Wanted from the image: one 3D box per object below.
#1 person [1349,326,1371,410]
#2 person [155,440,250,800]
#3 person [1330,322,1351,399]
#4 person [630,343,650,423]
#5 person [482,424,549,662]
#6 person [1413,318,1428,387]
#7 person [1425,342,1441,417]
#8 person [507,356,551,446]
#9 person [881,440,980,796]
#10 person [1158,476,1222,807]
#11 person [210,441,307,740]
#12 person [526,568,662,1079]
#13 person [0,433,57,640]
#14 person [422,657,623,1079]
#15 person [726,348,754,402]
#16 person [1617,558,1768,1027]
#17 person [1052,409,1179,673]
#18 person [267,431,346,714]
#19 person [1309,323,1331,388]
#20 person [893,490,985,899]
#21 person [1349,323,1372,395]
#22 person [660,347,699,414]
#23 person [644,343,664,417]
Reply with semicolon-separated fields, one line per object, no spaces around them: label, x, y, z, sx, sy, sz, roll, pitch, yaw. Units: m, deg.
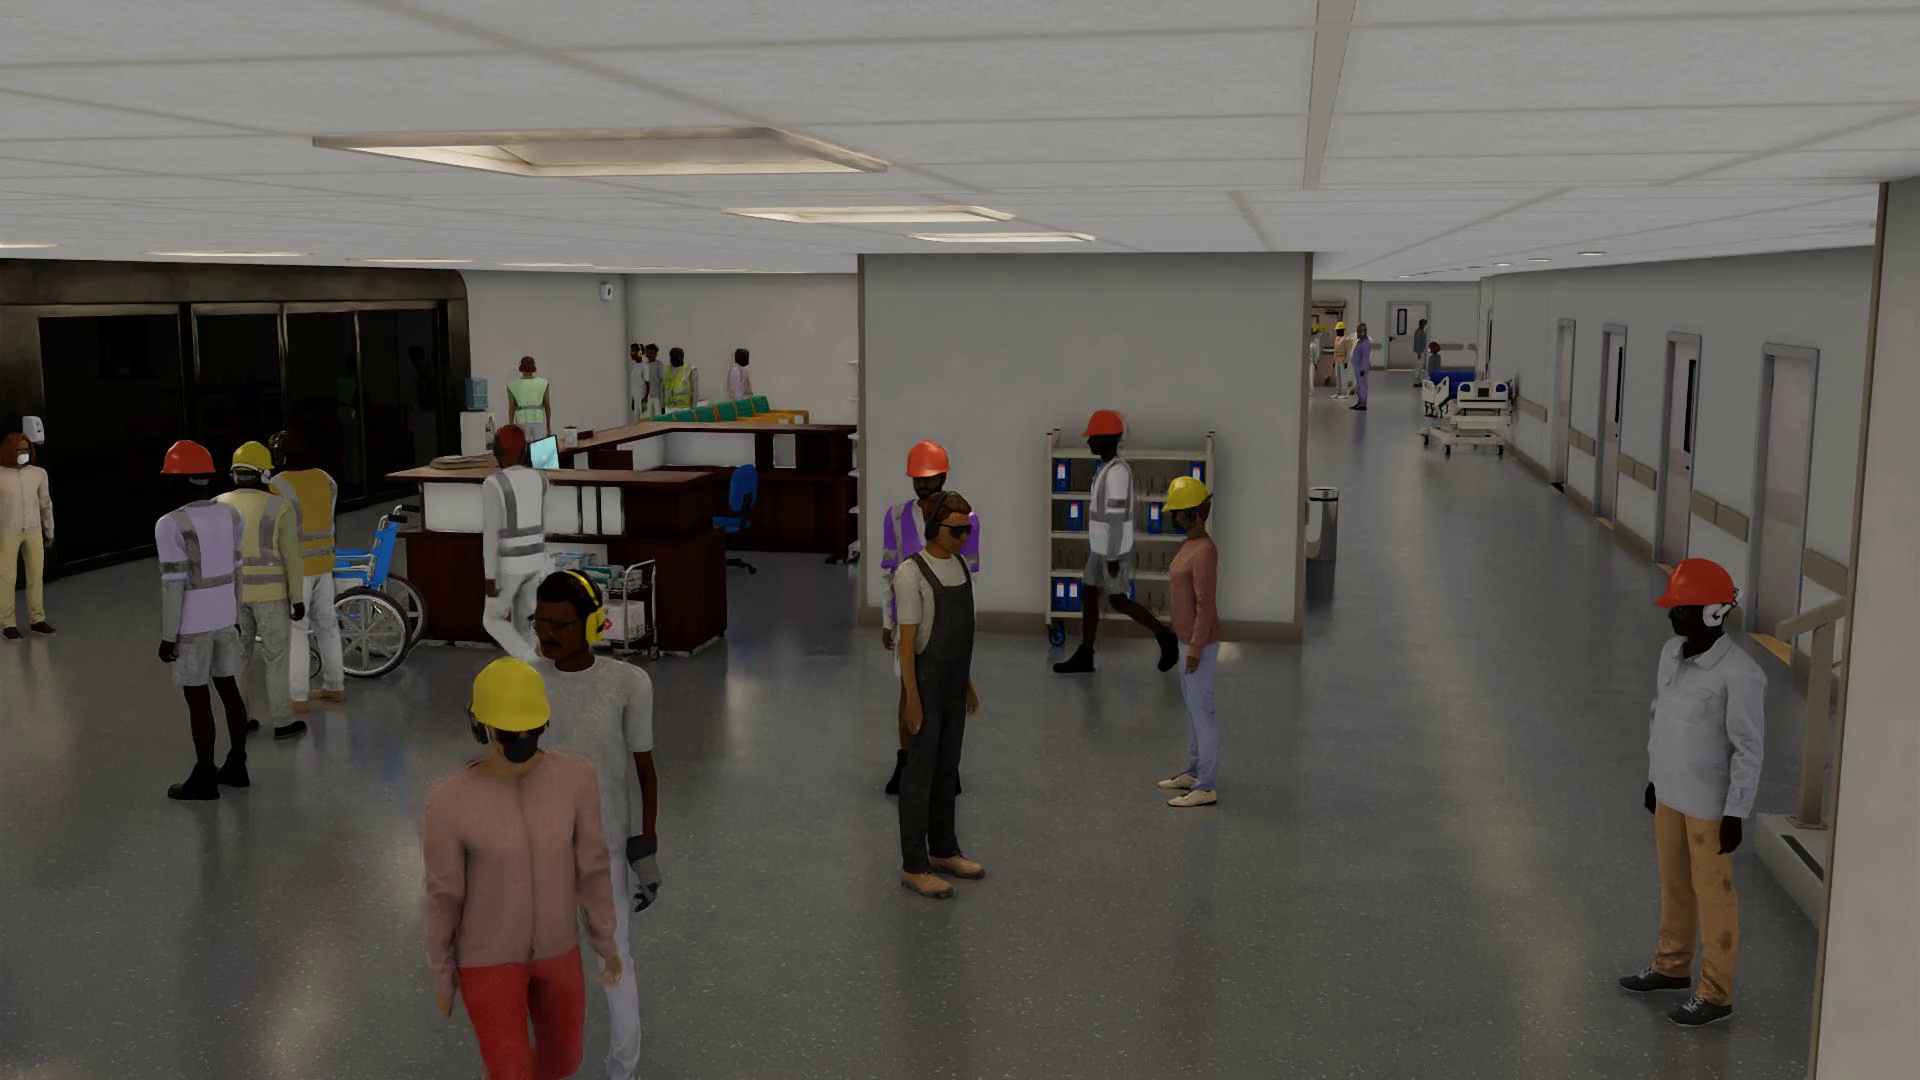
person;9.139;-3.922;37.951;0.410;1.909;0.642;0;9;1
person;-4.098;0.431;8.960;0.360;1.938;0.545;3;9;19
person;9.547;-4.503;41.738;0.372;1.925;0.595;-3;9;-19
person;-5.228;-2.272;27.114;0.328;1.874;0.521;-6;10;-34
person;-2.884;0.173;10.924;0.494;1.870;0.584;5;10;28
person;12.912;-5.245;46.670;0.384;1.930;0.634;4;9;24
person;10.169;-3.441;35.696;0.282;1.624;0.494;-1;9;-6
person;-5.790;-1.547;22.391;0.563;1.847;0.390;-3;9;-20
person;-0.169;0.424;9.008;0.543;1.938;0.357;2;9;10
person;1.225;0.537;8.855;0.327;1.761;0.522;0;9;1
person;-4.275;0.314;10.133;0.598;1.824;0.403;1;9;5
person;-1.225;1.008;5.373;0.526;1.865;0.315;1;9;5
person;-7.399;-0.037;13.113;0.285;1.627;0.504;6;10;33
person;-1.302;1.156;4.789;0.523;1.740;0.695;-7;11;-41
person;-3.527;-2.169;26.657;0.451;1.816;0.638;1;9;3
person;2.737;0.933;6.237;0.343;1.749;0.573;-1;9;-9
person;1.144;0.024;11.794;0.880;1.909;0.548;-1;9;-4
person;-4.308;0.203;10.844;0.431;1.834;0.627;4;9;23
person;9.978;-5.143;46.395;0.720;1.811;0.598;2;9;13
person;-0.091;0.686;7.590;0.346;1.841;0.505;6;10;33
person;10.408;-4.732;43.477;0.685;1.882;1.004;6;10;33
person;-4.414;-2.099;26.078;0.630;1.840;0.429;3;9;16
person;-5.178;-2.393;28.014;0.611;1.849;0.392;7;11;40
